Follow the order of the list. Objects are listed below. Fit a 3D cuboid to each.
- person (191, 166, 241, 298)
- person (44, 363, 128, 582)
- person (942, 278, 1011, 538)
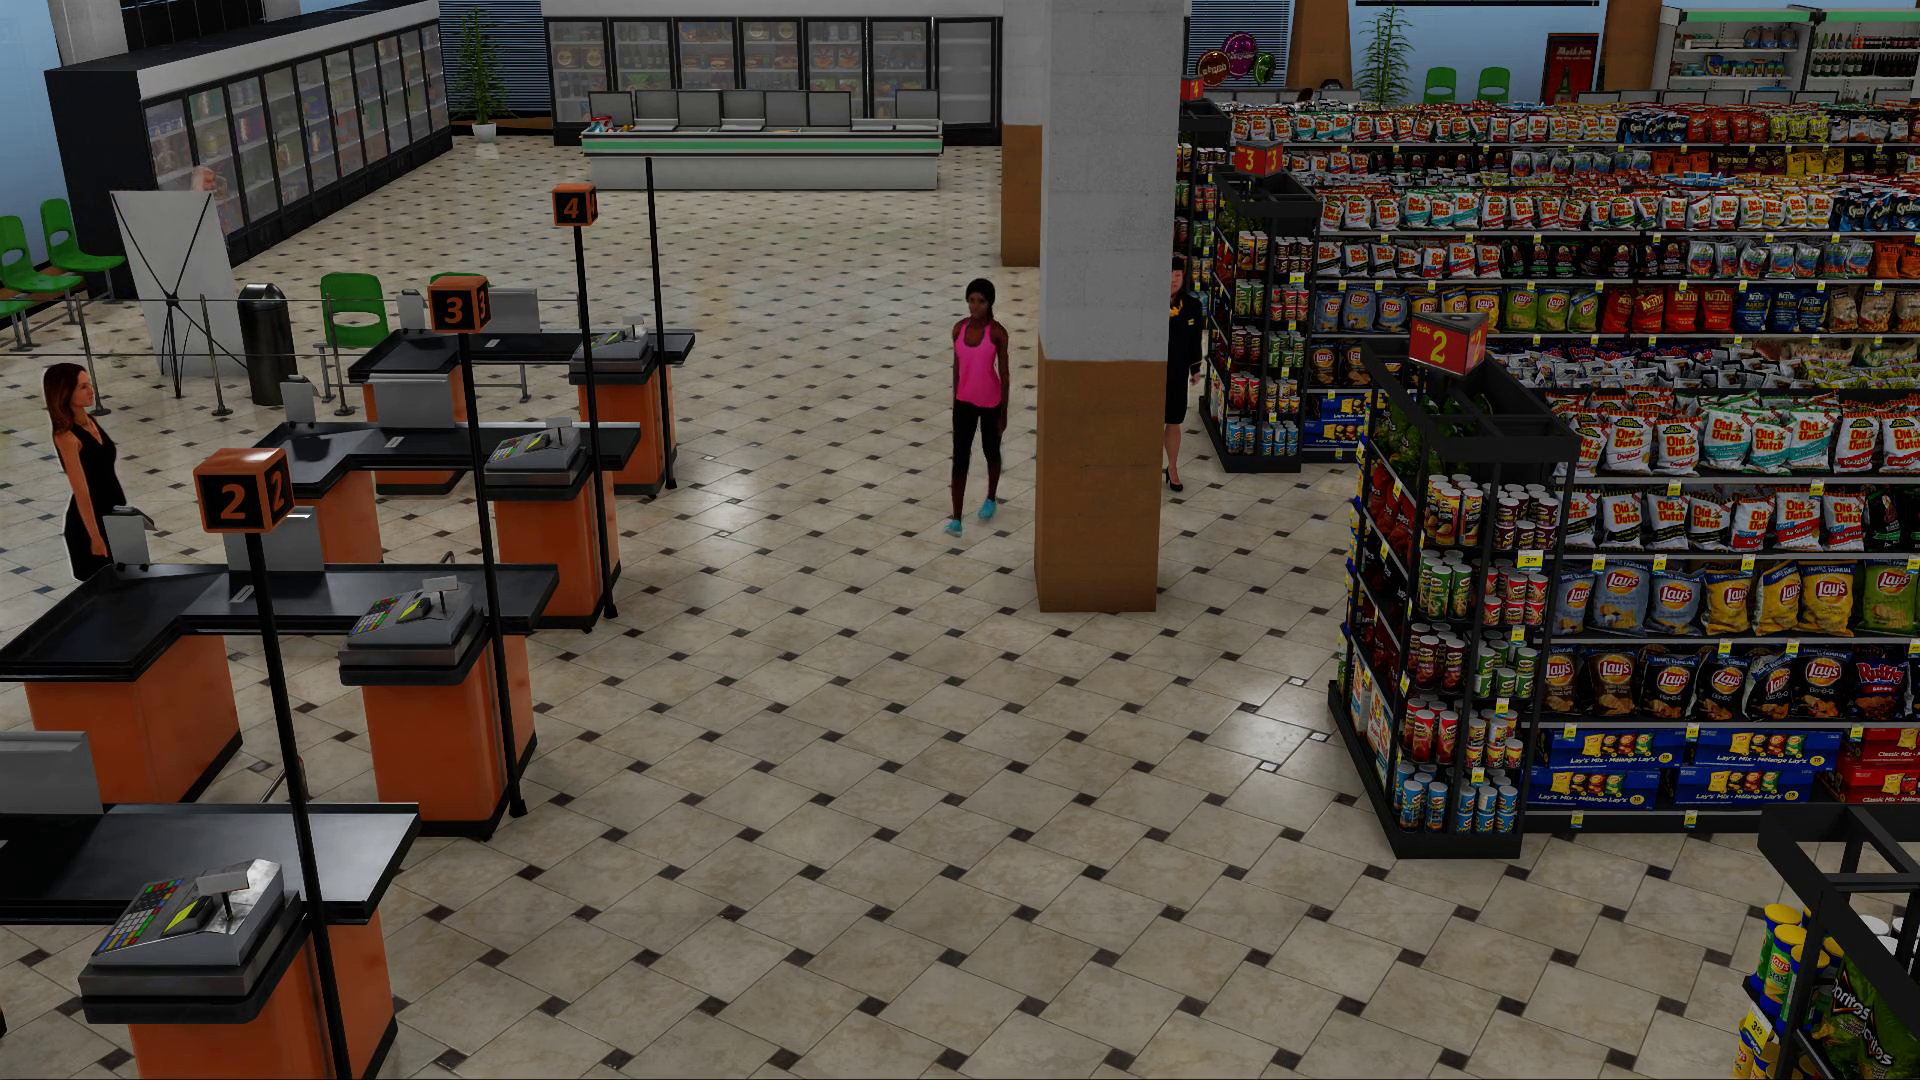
[{"bbox_3d":[-6.787,-2.467,14.920,1.111,1.684,0.967,-7,23,-17],"label":"person"},{"bbox_3d":[-4.476,-0.032,8.660,0.582,1.835,0.617,-4,22,-10],"label":"person"},{"bbox_3d":[0.165,-0.897,11.019,1.053,1.680,0.842,7,23,16],"label":"person"}]
